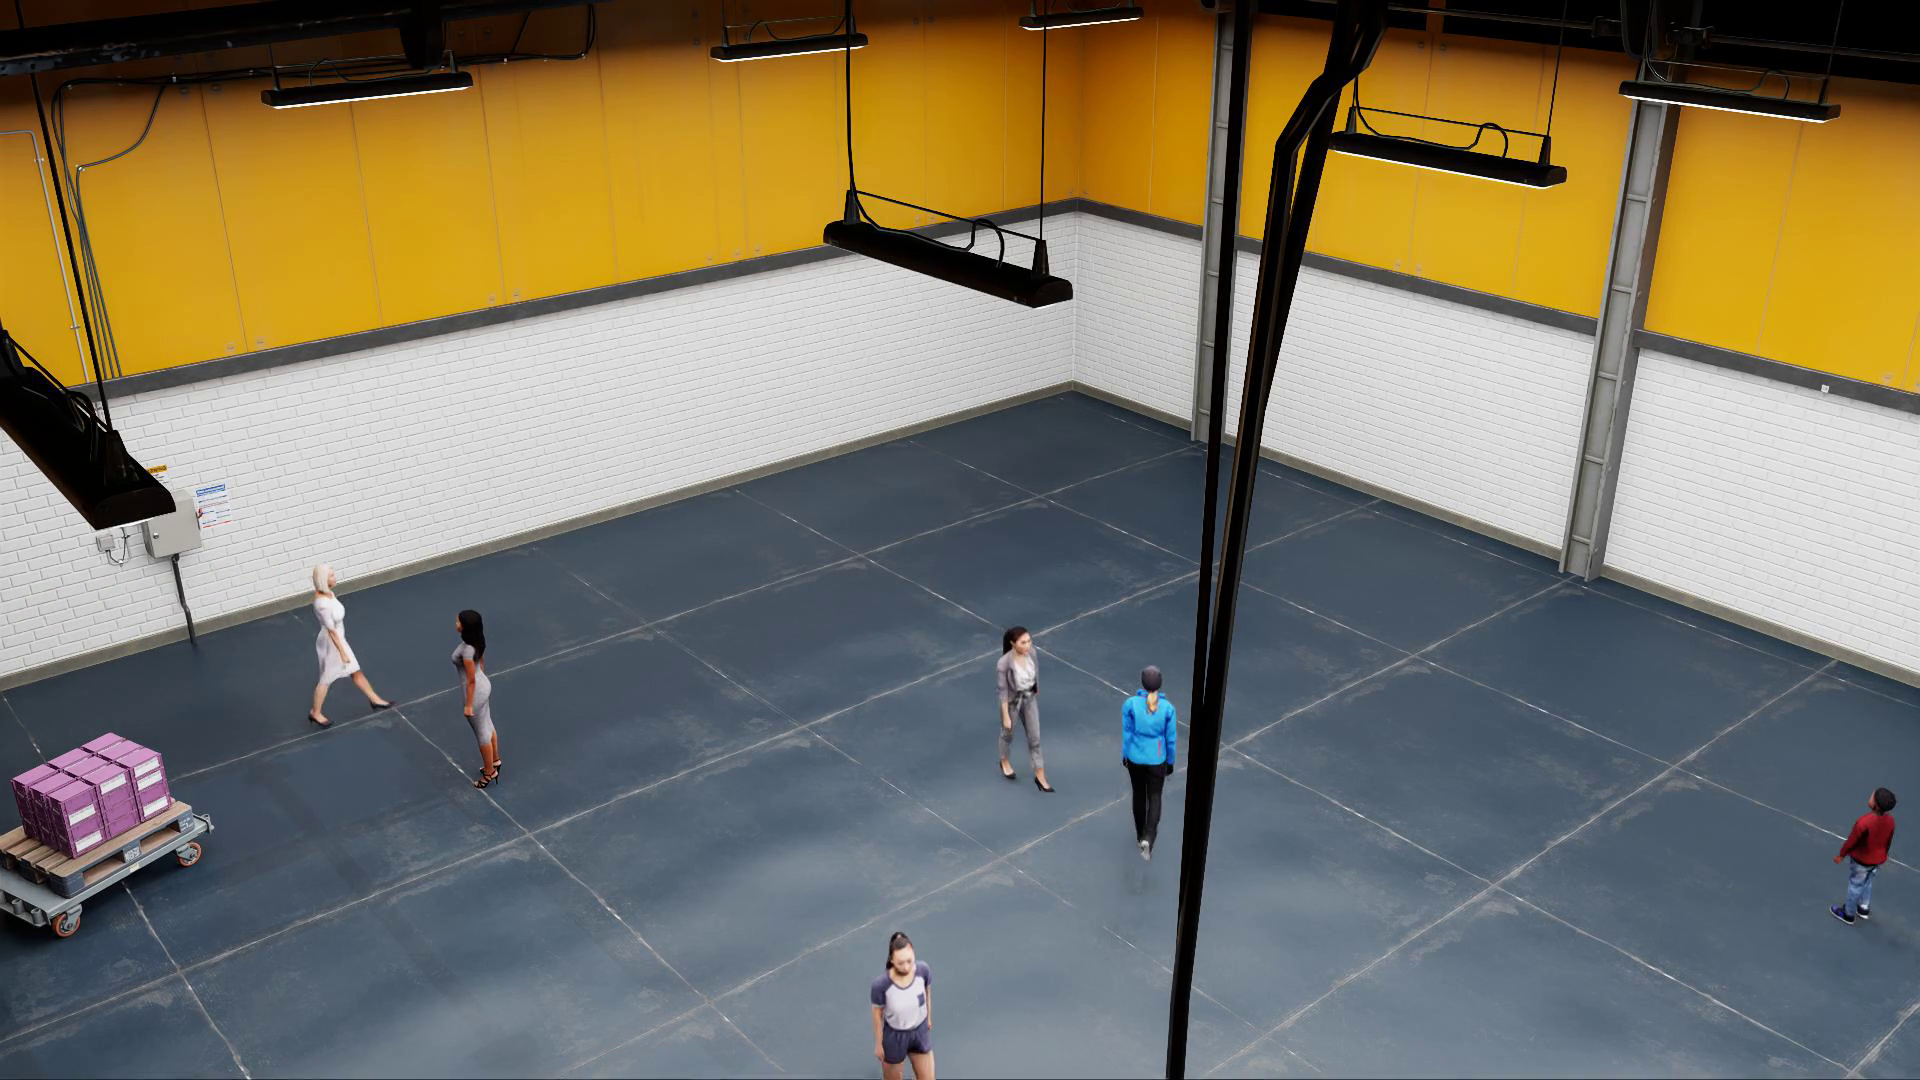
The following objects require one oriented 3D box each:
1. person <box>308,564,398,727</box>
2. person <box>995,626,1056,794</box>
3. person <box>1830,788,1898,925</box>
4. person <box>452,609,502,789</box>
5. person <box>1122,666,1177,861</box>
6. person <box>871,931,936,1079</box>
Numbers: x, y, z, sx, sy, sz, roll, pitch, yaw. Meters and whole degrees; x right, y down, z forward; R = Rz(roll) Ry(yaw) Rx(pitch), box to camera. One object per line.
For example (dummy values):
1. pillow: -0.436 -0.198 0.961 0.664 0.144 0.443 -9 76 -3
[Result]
1. person: -6.244 1.075 16.337 0.979 1.700 1.072 -5 24 -11
2. person: 0.477 1.517 15.400 0.701 1.641 0.979 -15 28 -31
3. person: 7.367 2.583 13.449 0.583 1.250 0.598 -7 25 -16
4. person: -4.455 1.451 15.376 0.721 1.781 0.645 0 24 0
5. person: 1.593 1.939 14.258 1.016 1.783 1.029 5 24 12
6. person: -0.417 3.327 11.269 0.713 1.632 0.807 -10 26 -22
